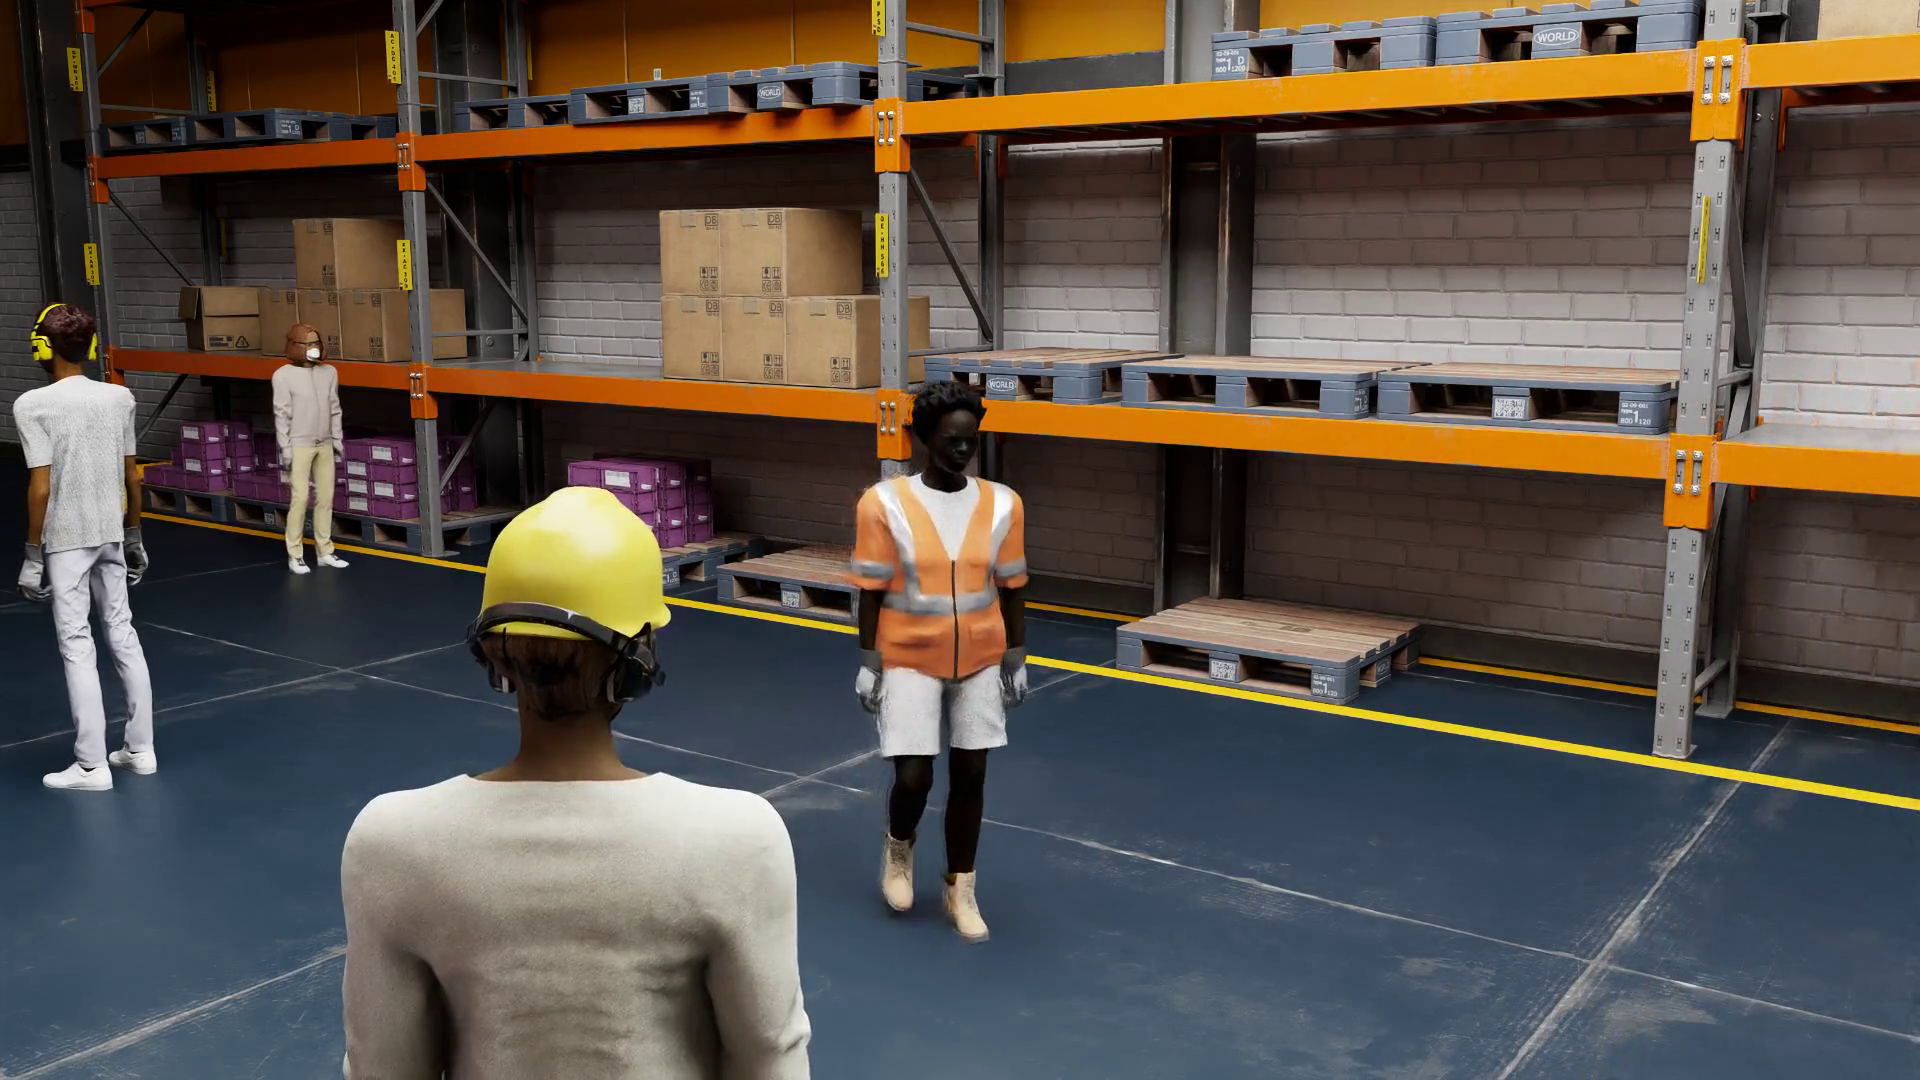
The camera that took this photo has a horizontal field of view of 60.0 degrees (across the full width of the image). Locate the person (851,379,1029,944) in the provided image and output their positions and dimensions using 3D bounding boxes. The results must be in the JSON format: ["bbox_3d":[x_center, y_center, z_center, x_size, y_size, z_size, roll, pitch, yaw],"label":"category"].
[{"bbox_3d":[-0.046,0.363,4.921,0.546,1.682,0.372,-3,10,-19],"label":"person"}]

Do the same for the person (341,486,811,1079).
[{"bbox_3d":[-0.440,0.817,1.993,0.534,1.767,0.319,0,10,-2],"label":"person"}]

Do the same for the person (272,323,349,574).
[{"bbox_3d":[-4.233,-0.596,10.839,0.287,1.623,0.500,5,11,28],"label":"person"}]

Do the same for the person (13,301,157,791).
[{"bbox_3d":[-3.370,0.029,6.379,0.312,1.869,0.538,4,10,23],"label":"person"}]
